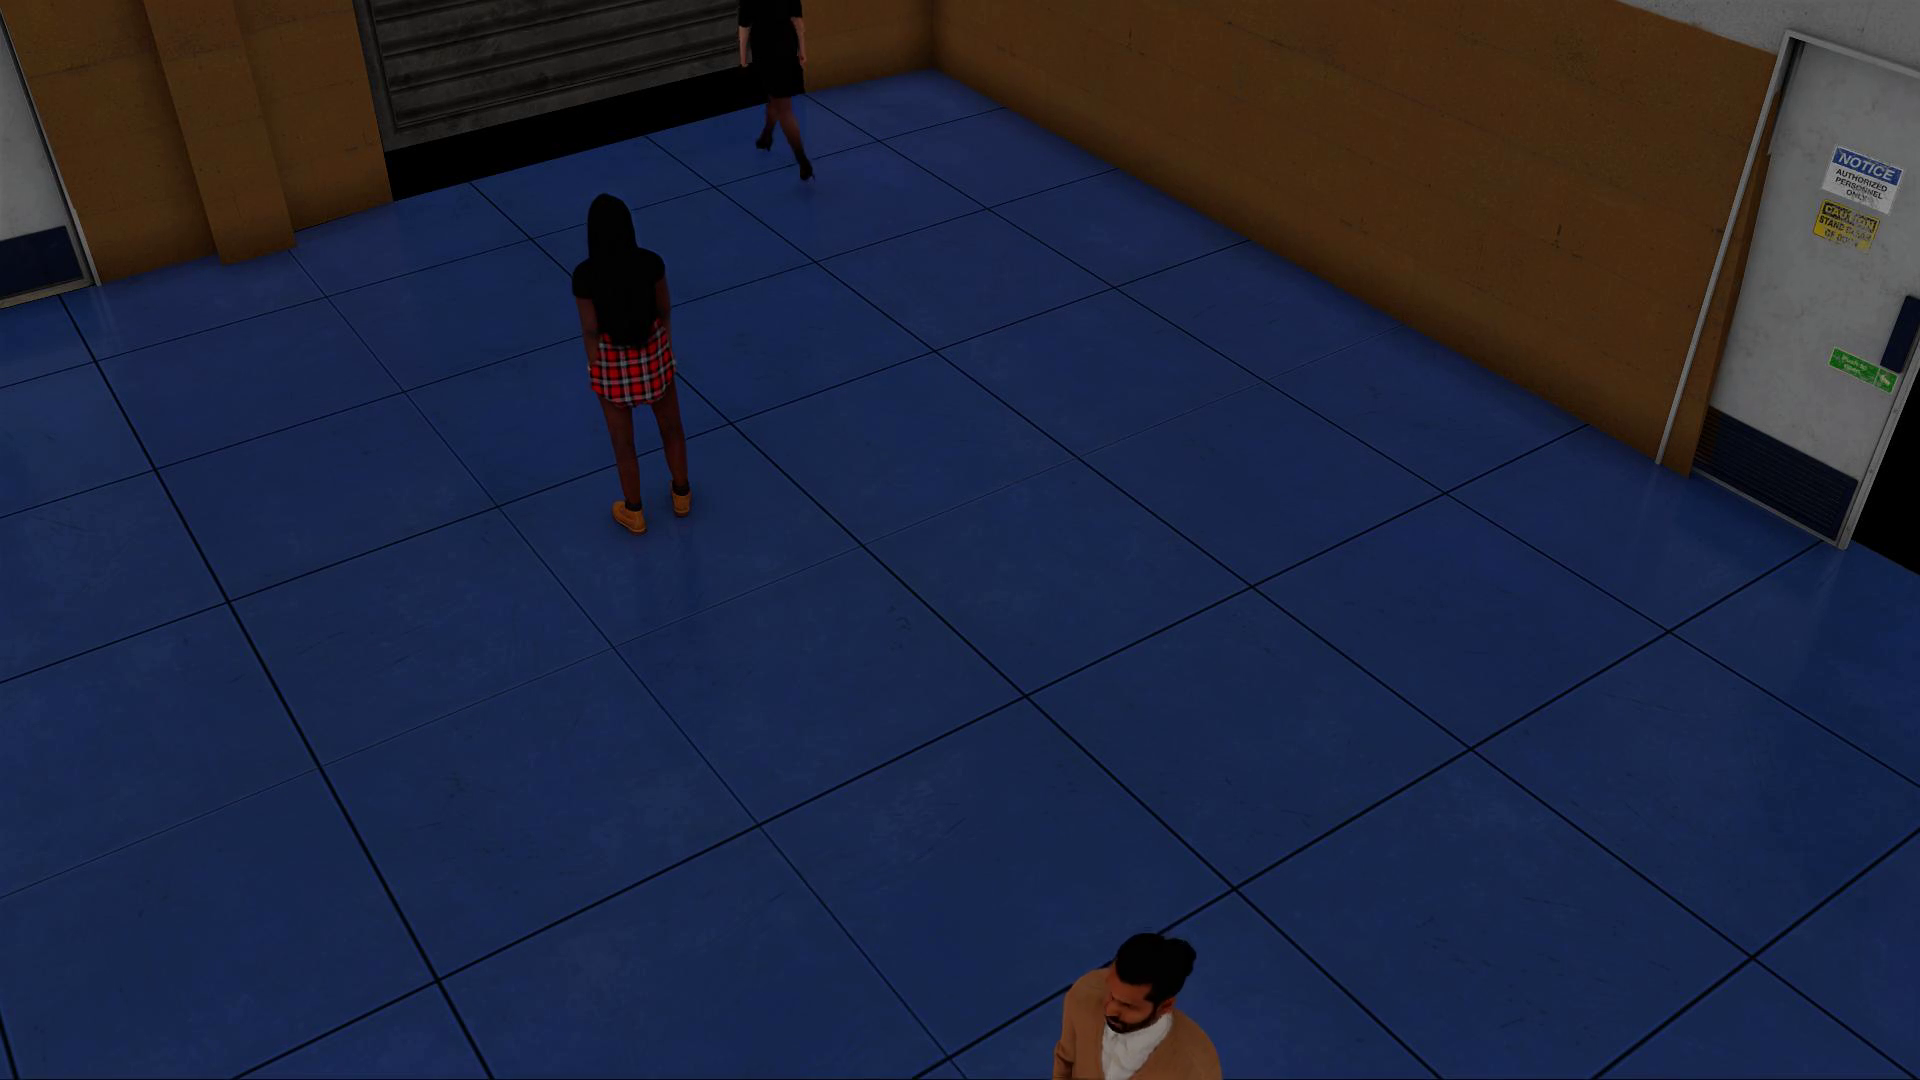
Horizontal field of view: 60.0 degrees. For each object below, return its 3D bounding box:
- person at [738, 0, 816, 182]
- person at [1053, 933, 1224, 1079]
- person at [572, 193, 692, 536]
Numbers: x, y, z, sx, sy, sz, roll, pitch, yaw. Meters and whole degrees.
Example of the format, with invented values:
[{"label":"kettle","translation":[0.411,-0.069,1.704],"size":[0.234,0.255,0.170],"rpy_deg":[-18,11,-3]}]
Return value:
[{"label":"person","translation":[-1.184,-3.162,10.963],"size":[1.018,1.660,0.673],"rpy_deg":[-20,41,-25]},{"label":"person","translation":[0.456,1.650,4.488],"size":[0.711,1.754,0.654],"rpy_deg":[29,46,33]},{"label":"person","translation":[-1.533,-0.810,7.787],"size":[0.556,1.728,0.695],"rpy_deg":[-19,41,-23]}]
